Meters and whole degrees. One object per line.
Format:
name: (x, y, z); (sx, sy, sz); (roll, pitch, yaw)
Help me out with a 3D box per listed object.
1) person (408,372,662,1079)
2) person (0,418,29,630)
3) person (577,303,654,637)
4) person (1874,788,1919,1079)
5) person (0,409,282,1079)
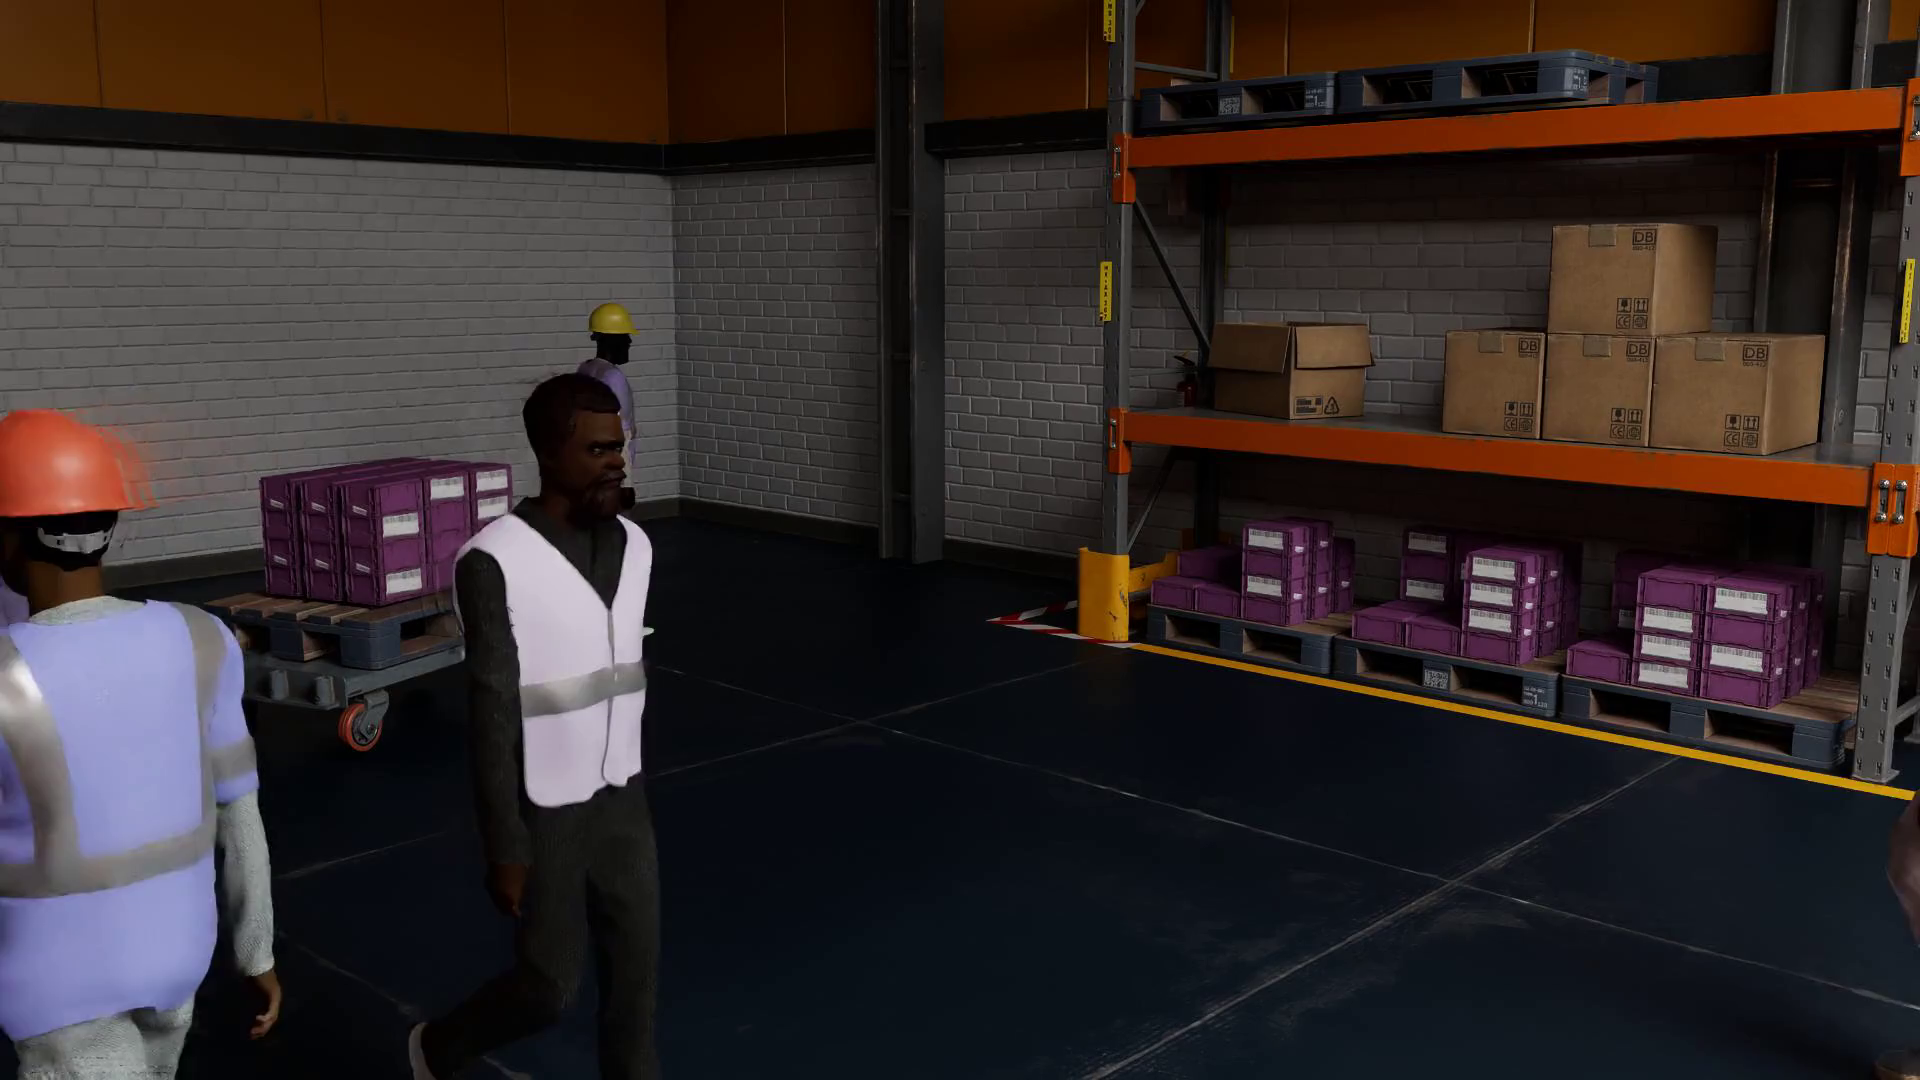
person: (-0.912, 0.570, 3.744); (0.719, 1.904, 0.600); (5, 10, 27)
person: (-4.260, 0.053, 7.036); (0.645, 1.864, 0.686); (1, 9, 5)
person: (-2.009, -0.398, 9.597); (0.376, 1.925, 0.594); (-6, 11, -32)
person: (2.448, 0.484, 4.024); (0.548, 1.975, 0.652); (7, 11, 36)
person: (-1.527, 0.720, 2.874); (0.978, 1.881, 0.567); (5, 11, 29)
